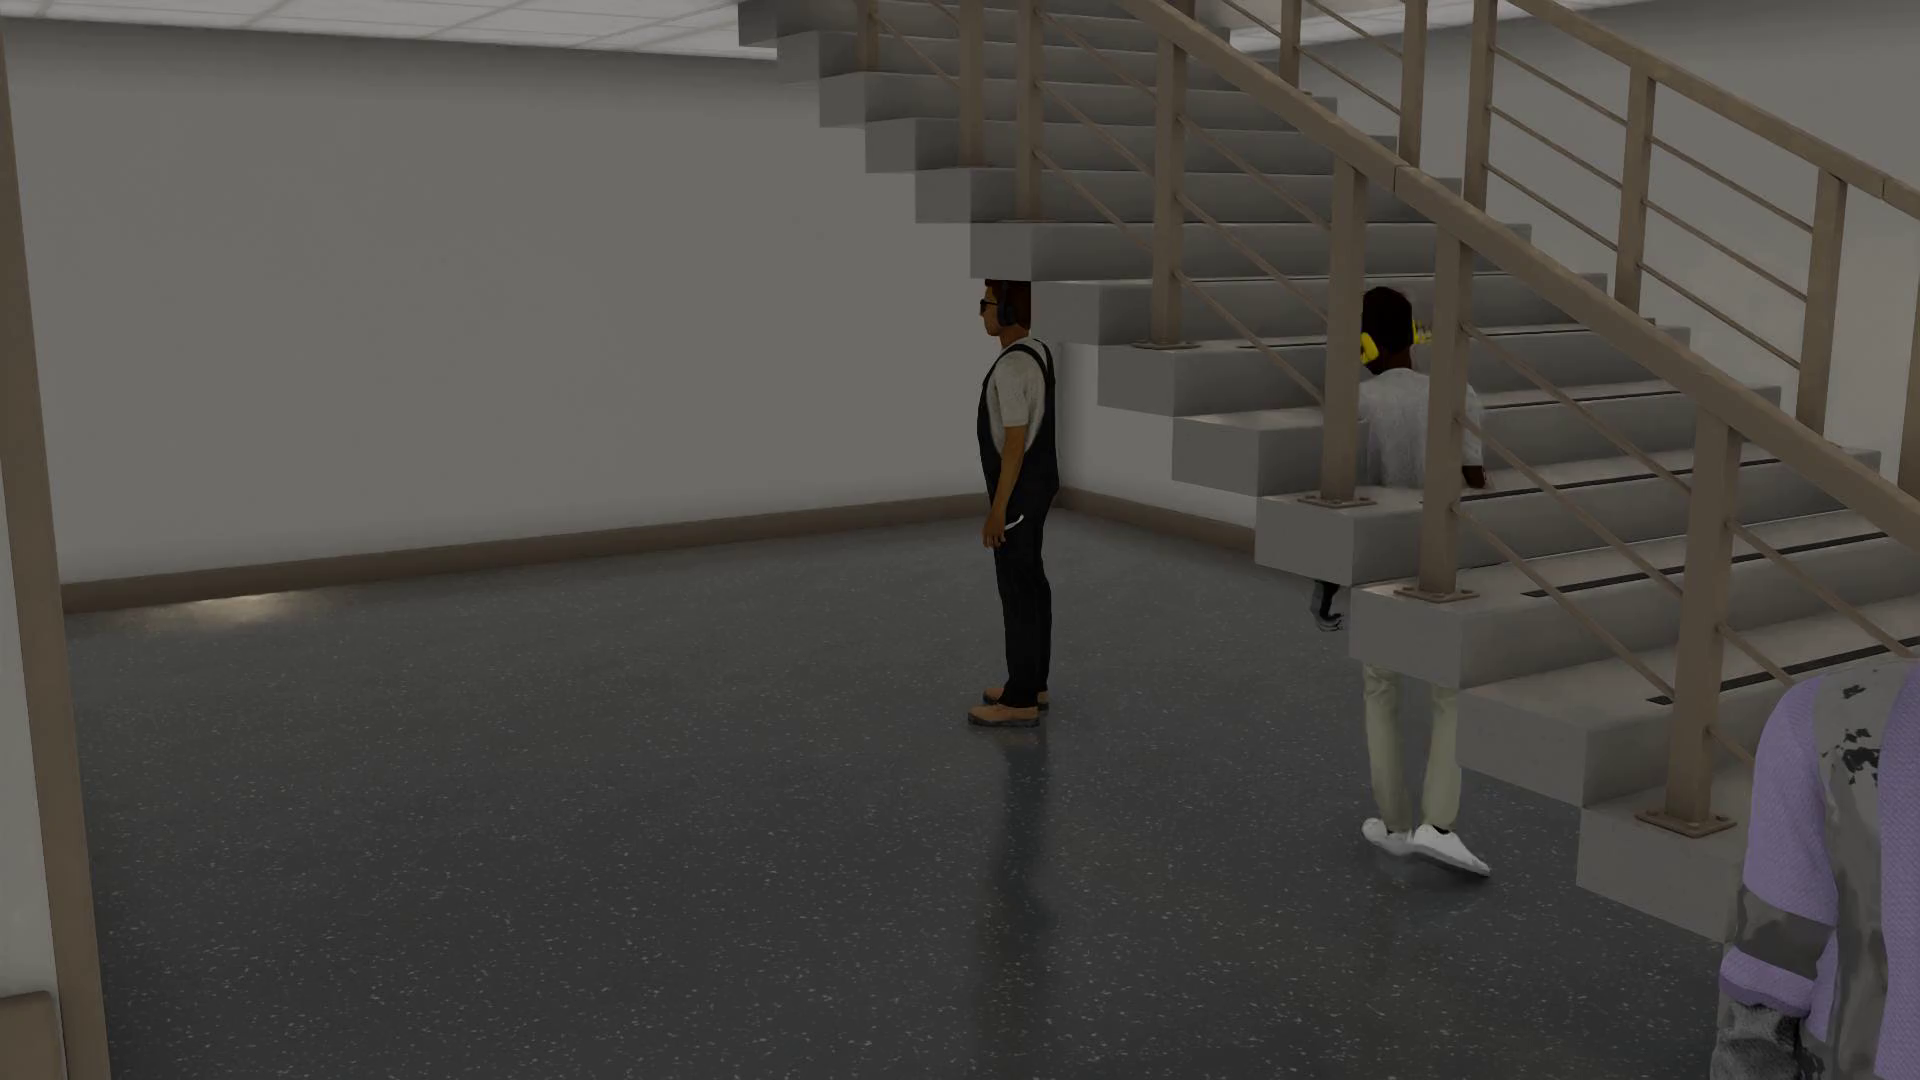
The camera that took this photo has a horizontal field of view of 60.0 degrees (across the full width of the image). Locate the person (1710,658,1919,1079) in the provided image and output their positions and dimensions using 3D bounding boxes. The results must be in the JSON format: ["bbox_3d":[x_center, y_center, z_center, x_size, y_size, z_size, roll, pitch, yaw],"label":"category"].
[{"bbox_3d":[1.011,0.757,1.629,0.545,1.941,0.350,7,13,32],"label":"person"}]

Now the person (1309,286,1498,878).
[{"bbox_3d":[1.394,0.133,5.215,0.590,1.827,0.638,3,11,14],"label":"person"}]

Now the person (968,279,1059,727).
[{"bbox_3d":[0.217,-0.163,6.710,0.343,1.847,0.506,3,11,16],"label":"person"}]
